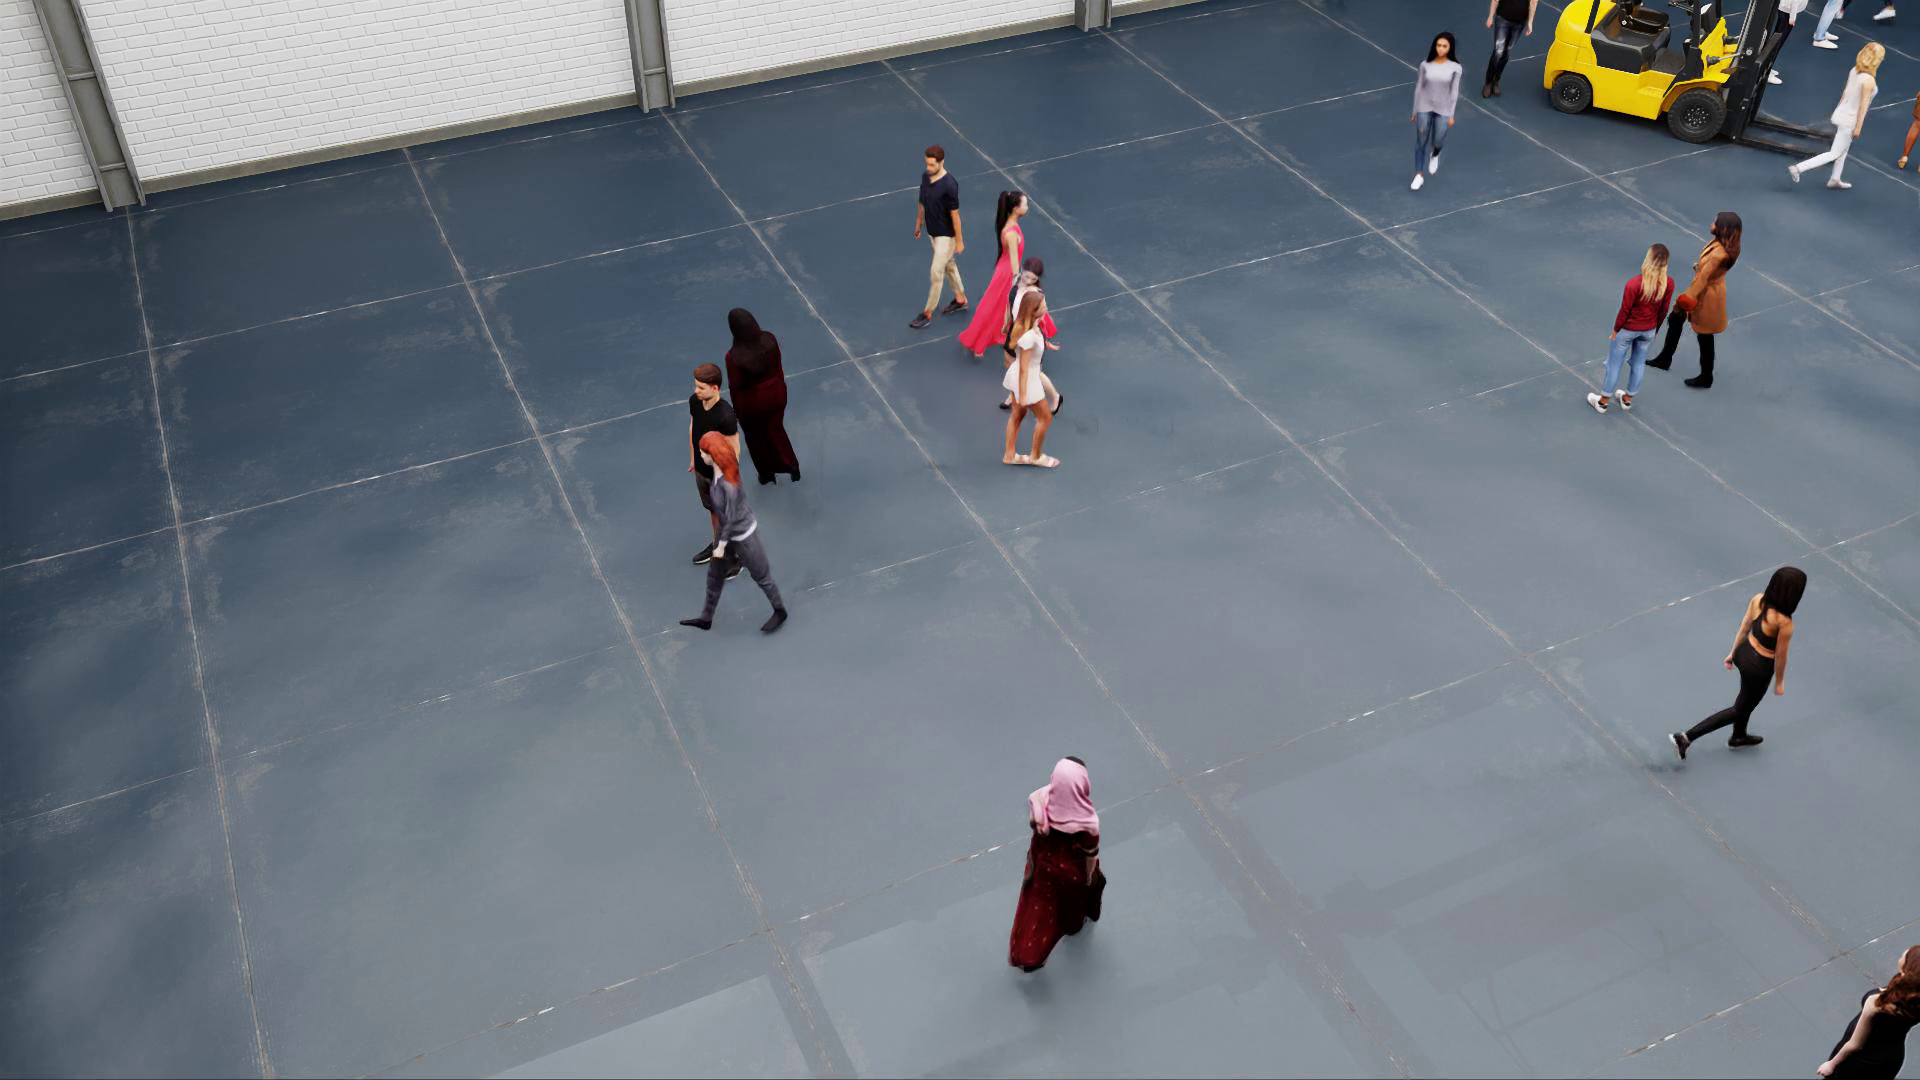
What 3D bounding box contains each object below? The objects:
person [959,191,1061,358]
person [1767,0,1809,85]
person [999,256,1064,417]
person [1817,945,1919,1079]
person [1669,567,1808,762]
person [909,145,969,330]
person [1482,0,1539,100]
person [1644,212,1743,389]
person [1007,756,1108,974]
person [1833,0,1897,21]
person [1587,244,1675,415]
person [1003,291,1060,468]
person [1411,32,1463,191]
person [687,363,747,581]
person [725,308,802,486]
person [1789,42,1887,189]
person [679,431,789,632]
[{"bbox_3d":[0.347,-2.350,15.158,1.253,1.662,0.945,1,39,1],"label":"person"},{"bbox_3d":[10.078,-6.440,20.247,0.753,1.701,0.712,9,39,11],"label":"person"},{"bbox_3d":[0.599,-1.745,14.435,0.692,1.617,0.642,-9,40,-11],"label":"person"},{"bbox_3d":[4.779,2.723,8.737,0.488,1.747,0.674,-11,40,-14],"label":"person"},{"bbox_3d":[5.251,0.870,11.156,1.075,1.625,0.736,-6,39,-8],"label":"person"},{"bbox_3d":[-0.095,-2.923,15.750,1.033,1.817,0.835,-25,45,-28],"label":"person"},{"bbox_3d":[6.571,-6.259,19.882,0.782,1.874,0.854,3,39,3],"label":"person"},{"bbox_3d":[6.737,-2.100,14.814,1.018,1.700,0.967,15,41,17],"label":"person"},{"bbox_3d":[0.563,1.932,9.835,0.957,1.612,1.064,18,42,21],"label":"person"},{"bbox_3d":[12.051,-7.576,21.646,1.201,1.731,1.066,8,39,10],"label":"person"},{"bbox_3d":[5.911,-1.844,14.547,0.562,1.634,0.713,-6,39,-7],"label":"person"},{"bbox_3d":[0.466,-1.320,13.851,0.833,1.683,0.747,-1,39,-1],"label":"person"},{"bbox_3d":[5.155,-4.678,18.019,0.855,1.728,0.929,17,42,20],"label":"person"},{"bbox_3d":[-1.852,-0.558,12.754,0.754,1.862,0.733,29,47,31],"label":"person"},{"bbox_3d":[-1.568,-1.077,13.509,0.820,1.730,0.893,-28,46,-30],"label":"person"},{"bbox_3d":[9.473,-4.528,17.899,1.082,1.644,0.899,0,39,0],"label":"person"},{"bbox_3d":[-1.546,-0.031,12.204,1.006,1.724,0.584,-22,43,-25],"label":"person"}]
